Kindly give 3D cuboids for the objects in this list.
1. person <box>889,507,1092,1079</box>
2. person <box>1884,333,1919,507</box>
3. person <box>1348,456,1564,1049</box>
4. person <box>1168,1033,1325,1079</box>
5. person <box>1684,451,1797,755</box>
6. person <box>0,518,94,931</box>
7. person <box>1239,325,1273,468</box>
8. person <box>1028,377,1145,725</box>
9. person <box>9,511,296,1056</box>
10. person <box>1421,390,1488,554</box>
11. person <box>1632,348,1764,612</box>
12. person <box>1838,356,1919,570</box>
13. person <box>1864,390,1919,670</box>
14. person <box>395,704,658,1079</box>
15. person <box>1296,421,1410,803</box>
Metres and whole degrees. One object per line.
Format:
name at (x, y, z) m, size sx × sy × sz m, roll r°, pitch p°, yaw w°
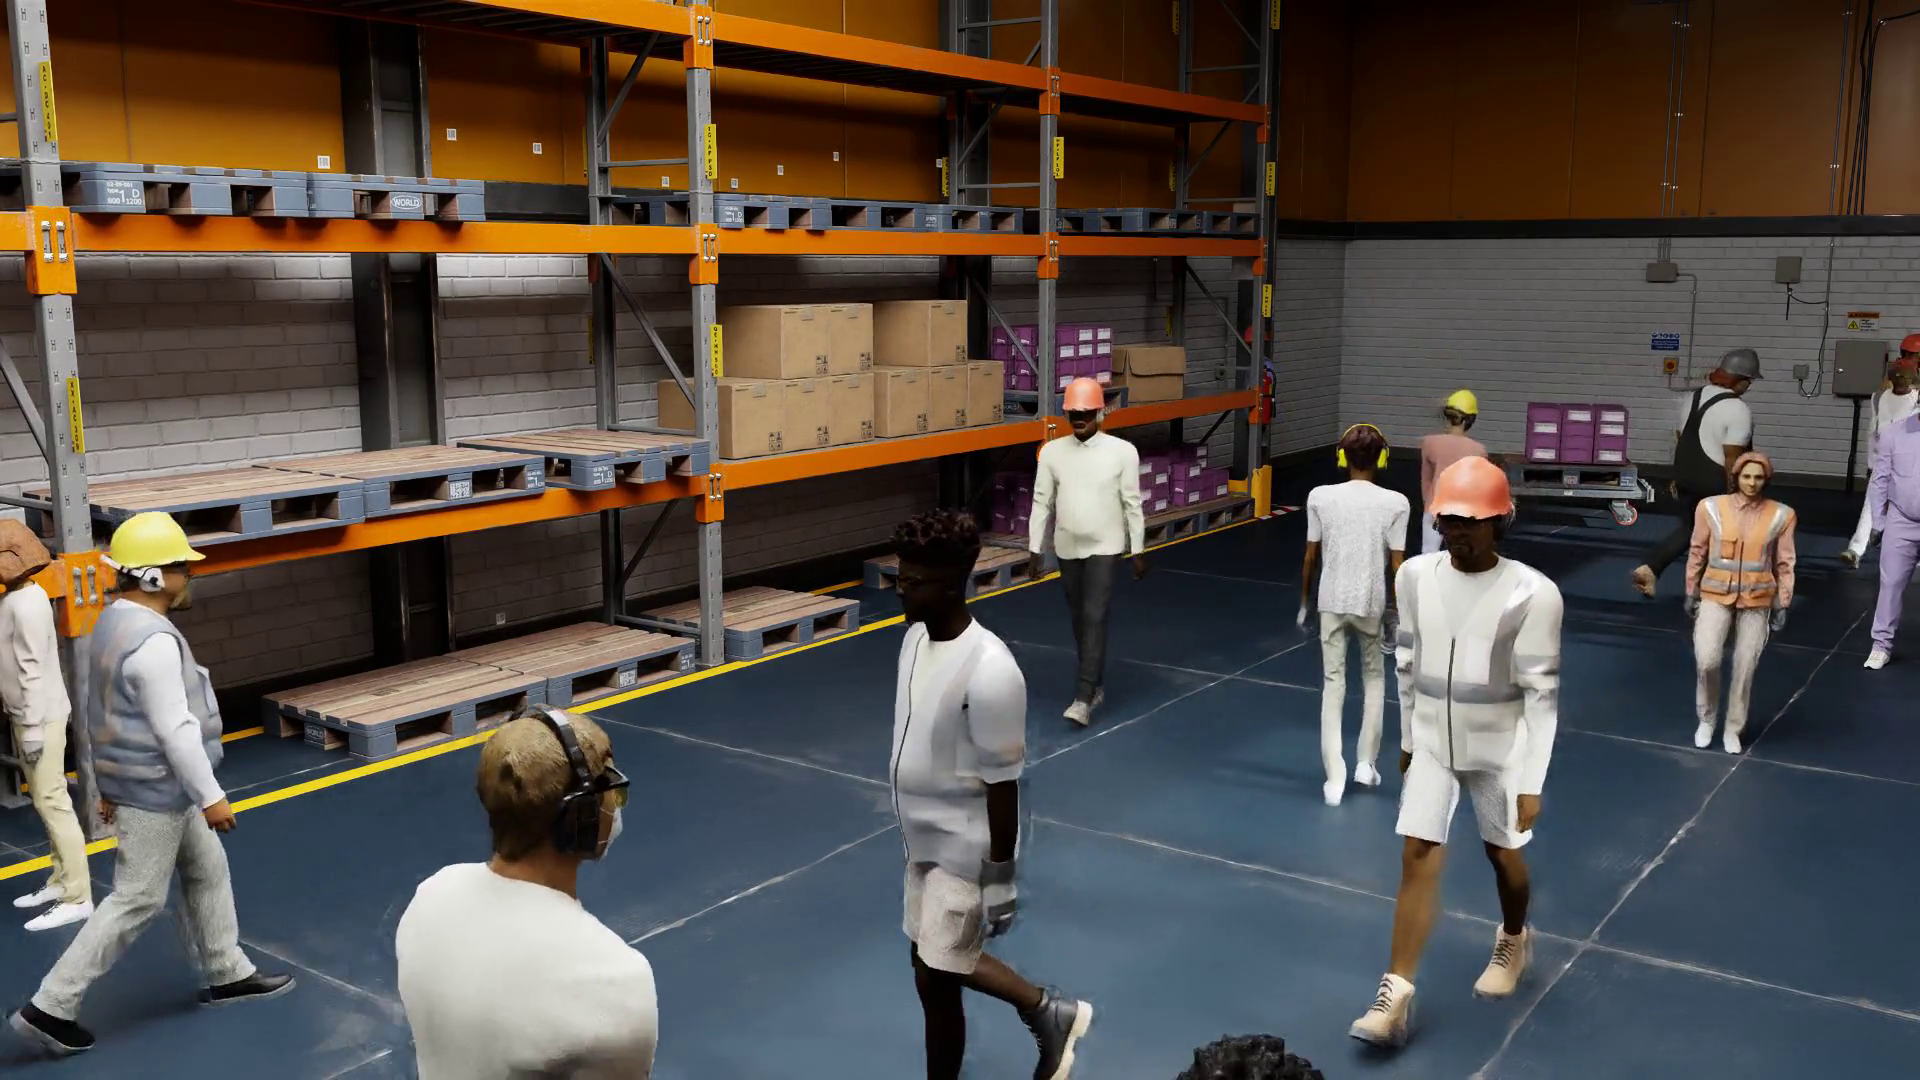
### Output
person at (0.055, 0.856, 4.849) m, size 0.734 × 1.945 × 0.608 m, roll -4°, pitch 10°, yaw -24°
person at (9.118, -1.023, 16.052) m, size 0.543 × 1.933 × 0.363 m, roll -8°, pitch 12°, yaw -39°
person at (1.724, 0.701, 5.648) m, size 0.628 × 1.982 × 1.069 m, roll 8°, pitch 13°, yaw 41°
person at (0.336, 1.456, 2.123) m, size 0.543 × 1.659 × 0.864 m, roll 4°, pitch 10°, yaw 20°
person at (4.120, 0.340, 8.809) m, size 0.526 × 1.624 × 0.409 m, roll 4°, pitch 10°, yaw 22°
person at (-3.685, 0.718, 6.599) m, size 0.284 × 1.626 × 0.492 m, roll -7°, pitch 12°, yaw -35°
person at (3.179, -1.342, 17.941) m, size 0.373 × 1.935 × 0.552 m, roll -1°, pitch 10°, yaw -5°
person at (0.665, 0.067, 9.464) m, size 0.658 × 1.956 × 0.947 m, roll 5°, pitch 11°, yaw 25°
person at (-2.762, 0.806, 5.574) m, size 0.849 × 1.803 × 0.586 m, roll -6°, pitch 11°, yaw -31°
person at (3.427, -0.192, 11.677) m, size 0.520 × 1.733 × 0.859 m, roll 8°, pitch 12°, yaw 40°
person at (5.534, -0.457, 12.358) m, size 0.725 × 2.000 × 0.712 m, roll -2°, pitch 10°, yaw -11°
person at (7.901, -0.640, 14.083) m, size 1.003 × 1.822 × 0.588 m, roll -6°, pitch 11°, yaw -31°
person at (6.125, -0.083, 10.558) m, size 0.642 × 1.901 × 0.401 m, roll 6°, pitch 11°, yaw 33°
person at (-0.732, 1.221, 2.740) m, size 0.634 × 1.926 × 0.524 m, roll 8°, pitch 12°, yaw 40°
person at (1.914, 0.350, 8.167) m, size 0.532 × 1.843 × 0.601 m, roll 3°, pitch 10°, yaw 16°
